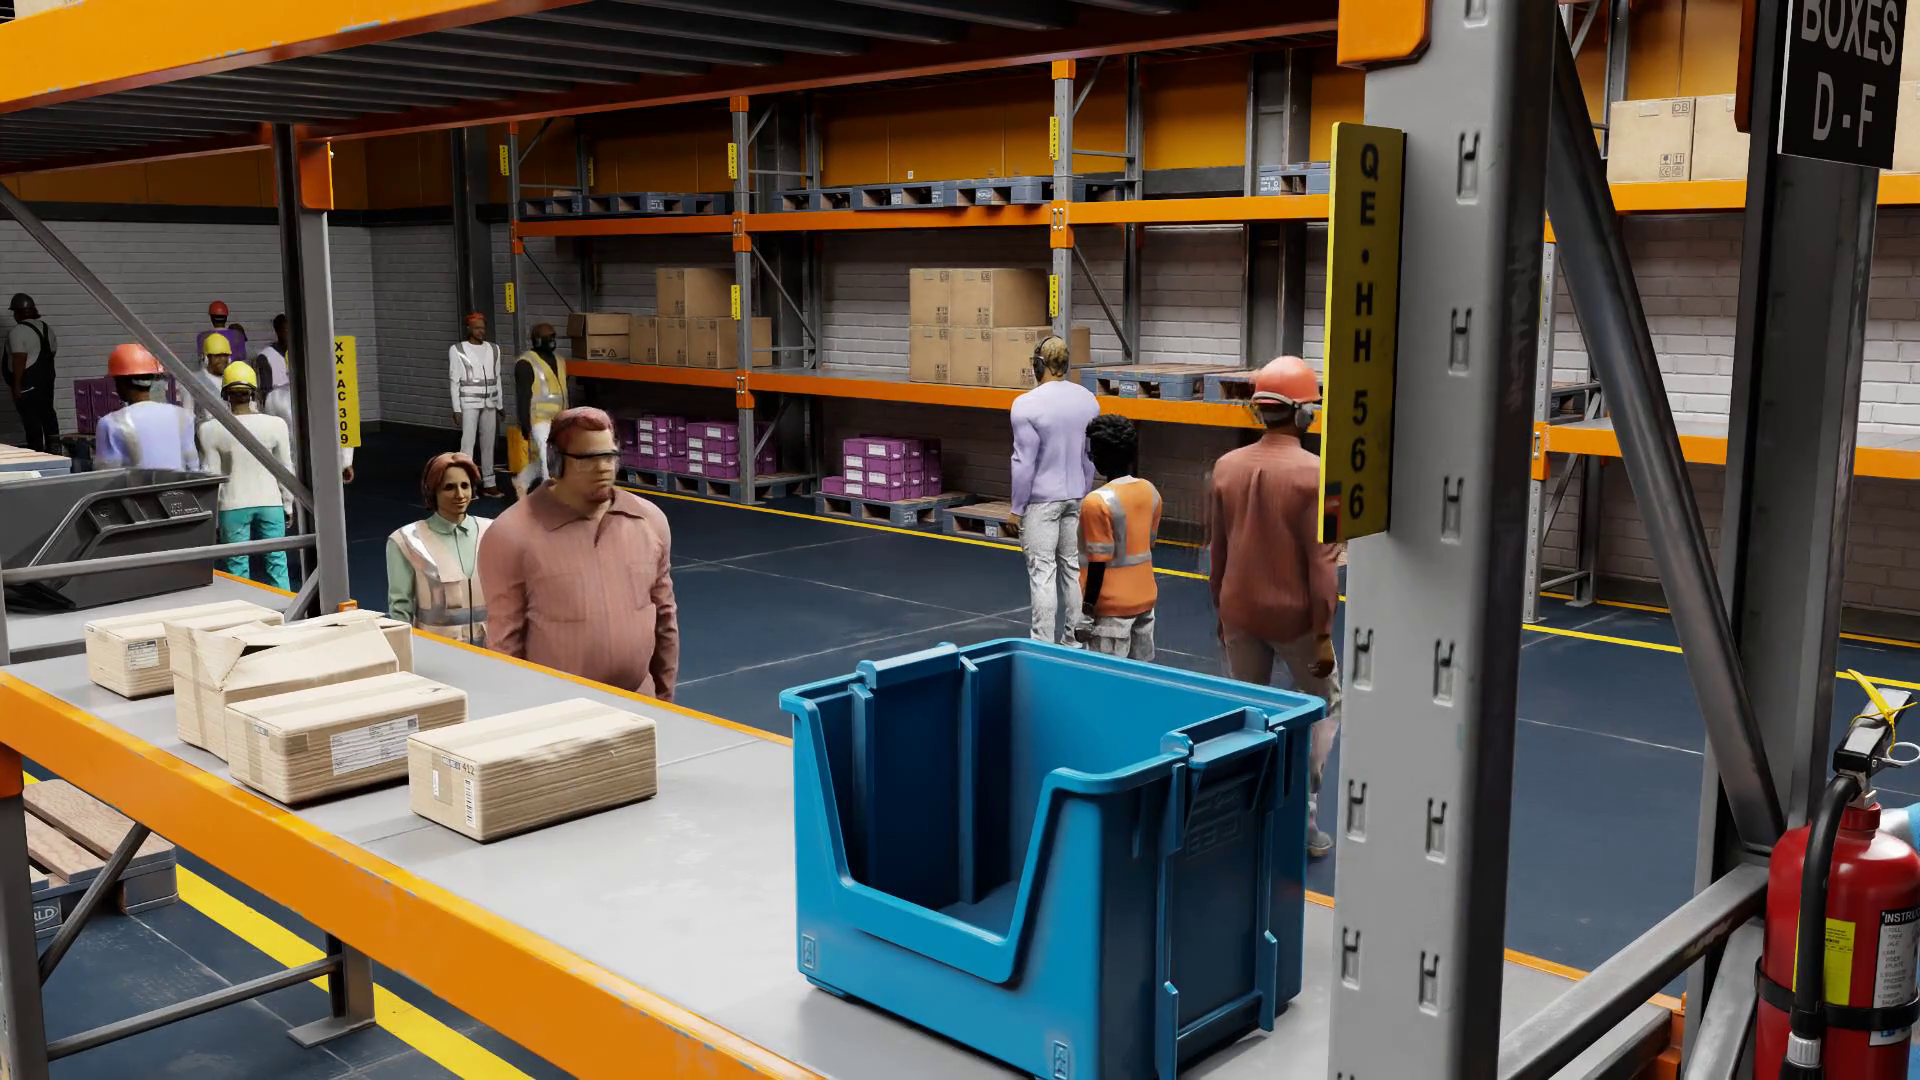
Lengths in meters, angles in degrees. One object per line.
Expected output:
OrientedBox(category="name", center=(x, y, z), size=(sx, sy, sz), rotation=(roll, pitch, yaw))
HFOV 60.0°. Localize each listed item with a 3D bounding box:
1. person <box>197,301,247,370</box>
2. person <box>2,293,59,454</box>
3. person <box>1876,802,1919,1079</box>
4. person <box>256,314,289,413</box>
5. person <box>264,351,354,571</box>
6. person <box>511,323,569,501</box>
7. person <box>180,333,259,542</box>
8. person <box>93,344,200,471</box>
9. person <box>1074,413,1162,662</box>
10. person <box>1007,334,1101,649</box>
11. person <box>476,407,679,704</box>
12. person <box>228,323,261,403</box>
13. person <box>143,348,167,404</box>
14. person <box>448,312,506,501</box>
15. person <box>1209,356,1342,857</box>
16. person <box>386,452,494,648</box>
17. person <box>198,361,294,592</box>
OrientedBox(category="person", center=(-8.784, -1.875, 19.825), size=(0.550, 1.937, 0.357), rotation=(-7, 12, -37))
OrientedBox(category="person", center=(-10.928, -1.873, 19.497), size=(0.535, 2.000, 0.684), rotation=(1, 9, 7))
OrientedBox(category="person", center=(1.727, 1.010, 2.869), size=(0.529, 1.697, 0.321), rotation=(0, 9, 1))
OrientedBox(category="person", center=(-6.267, -1.178, 15.684), size=(0.891, 1.882, 0.634), rotation=(4, 10, 24))
OrientedBox(category="person", center=(-4.771, -0.556, 12.259), size=(0.575, 1.770, 0.951), rotation=(-8, 12, -39))
OrientedBox(category="person", center=(-3.985, -1.149, 15.756), size=(0.780, 1.818, 0.633), rotation=(4, 10, 24))
OrientedBox(category="person", center=(-6.116, -0.824, 13.856), size=(0.919, 1.783, 0.612), rotation=(8, 12, 40))
OrientedBox(category="person", center=(-4.547, -0.126, 9.200), size=(0.965, 1.893, 0.554), rotation=(5, 10, 27))
OrientedBox(category="person", center=(0.681, 0.293, 7.281), size=(0.319, 1.693, 0.532), rotation=(6, 11, 34))
OrientedBox(category="person", center=(0.526, -0.216, 9.649), size=(0.632, 1.940, 0.372), rotation=(-8, 12, -40))
OrientedBox(category="person", center=(-1.162, 0.530, 5.221), size=(0.638, 1.899, 0.396), rotation=(-7, 12, -38))
OrientedBox(category="person", center=(-9.046, -1.902, 20.914), size=(0.499, 1.634, 0.281), rotation=(-7, 12, -38))
OrientedBox(category="person", center=(-7.300, -0.919, 14.931), size=(0.584, 1.615, 0.512), rotation=(0, 9, -1))
OrientedBox(category="person", center=(-4.843, -1.344, 16.726), size=(0.344, 1.883, 0.585), rotation=(8, 12, 42))
OrientedBox(category="person", center=(1.248, 0.282, 6.452), size=(0.621, 1.975, 0.642), rotation=(-8, 12, -42))
OrientedBox(category="person", center=(-1.900, 0.483, 6.277), size=(0.513, 1.641, 0.307), rotation=(-9, 13, -43))
OrientedBox(category="person", center=(-4.264, -0.183, 9.970), size=(0.523, 1.769, 0.316), rotation=(-6, 11, -34))
